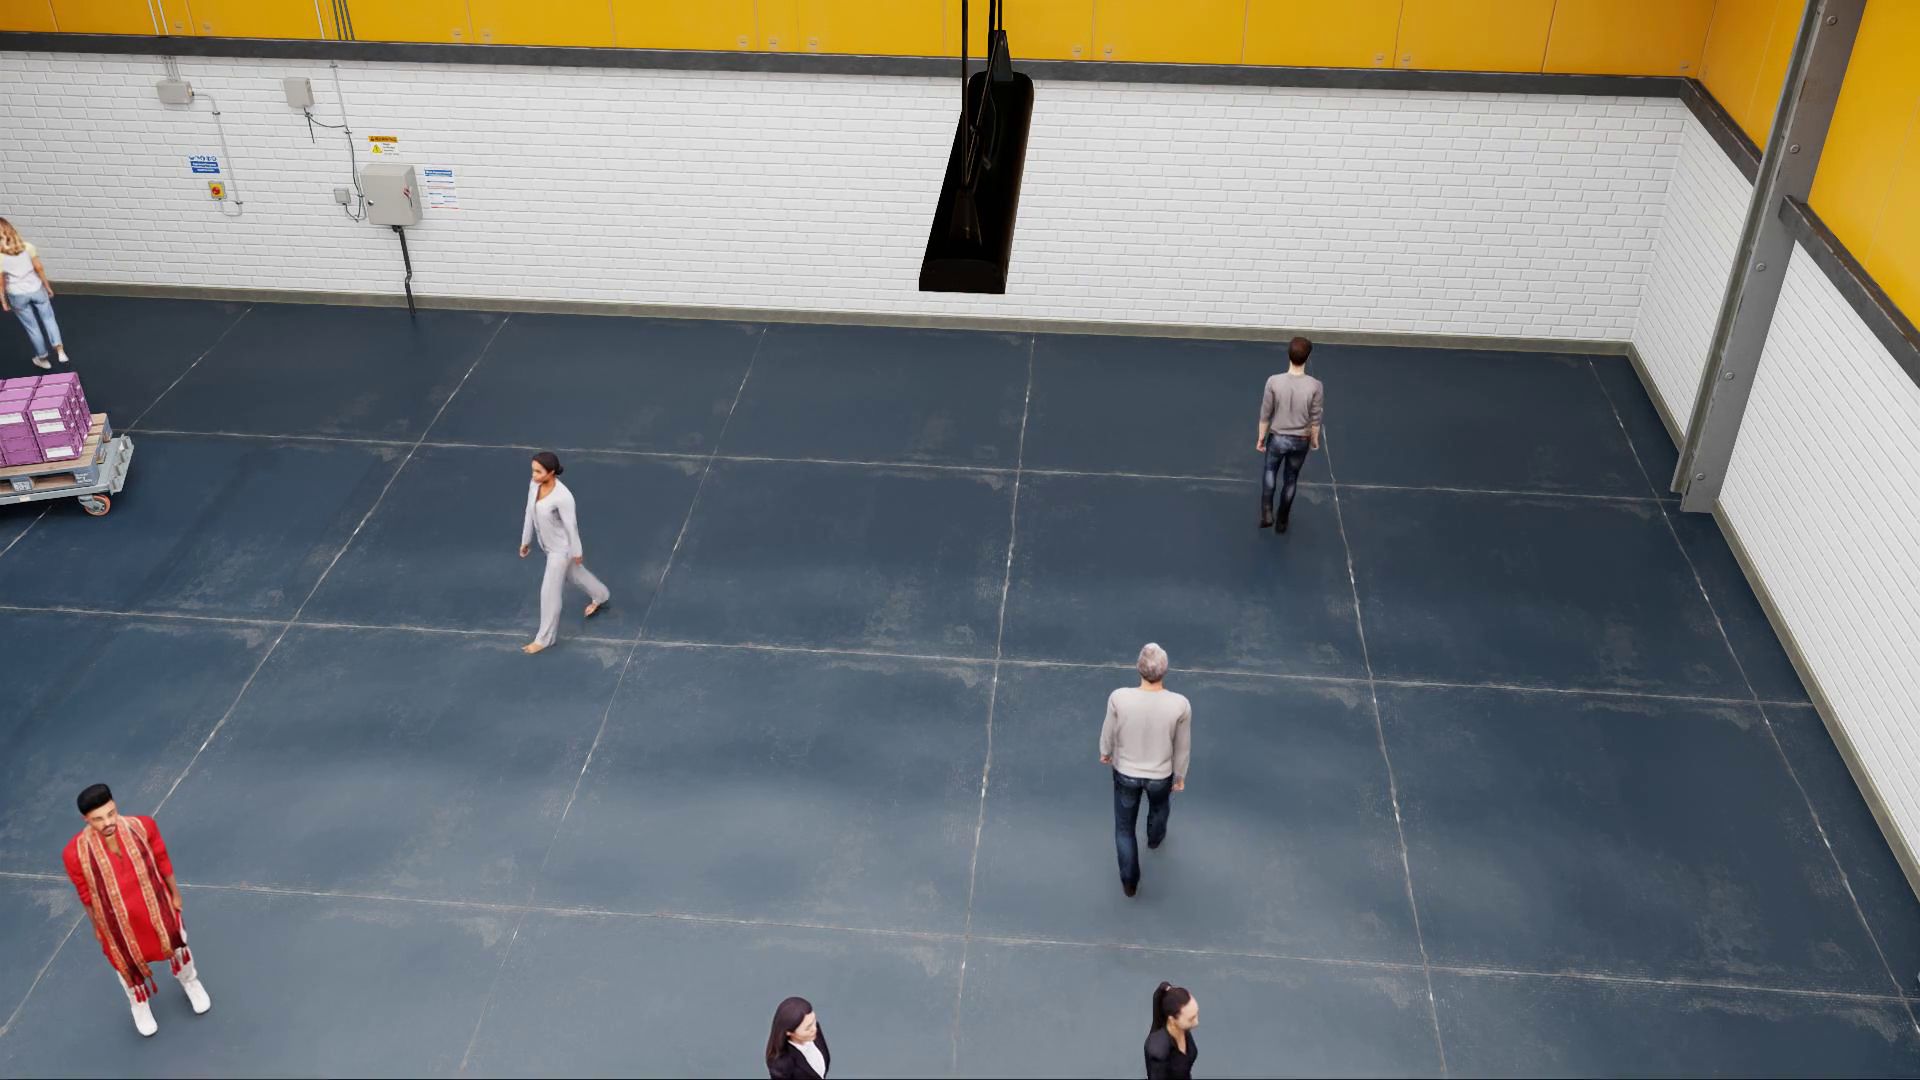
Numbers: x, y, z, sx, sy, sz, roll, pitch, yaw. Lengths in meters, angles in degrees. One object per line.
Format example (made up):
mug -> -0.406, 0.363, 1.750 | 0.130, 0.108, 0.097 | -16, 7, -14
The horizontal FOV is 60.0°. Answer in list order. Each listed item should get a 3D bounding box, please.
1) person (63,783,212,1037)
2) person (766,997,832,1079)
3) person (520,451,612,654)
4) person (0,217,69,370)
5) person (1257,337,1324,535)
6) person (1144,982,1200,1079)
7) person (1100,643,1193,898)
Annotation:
person -> -5.008, 2.183, 10.032 | 0.773, 1.876, 0.808 | -20, 39, -27
person -> -0.860, 3.038, 8.871 | 0.708, 1.737, 0.564 | 11, 35, 16
person -> -3.197, 0.007, 13.471 | 1.217, 1.694, 1.116 | -28, 43, -35
person -> -9.662, -2.532, 17.269 | 0.918, 1.718, 0.856 | 26, 42, 34
person -> 2.872, -0.843, 14.574 | 0.765, 1.889, 0.819 | 9, 35, 13
person -> 1.037, 3.011, 8.950 | 0.953, 1.695, 1.005 | 21, 39, 29
person -> 1.204, 1.571, 10.947 | 0.726, 1.883, 0.966 | 3, 34, 4
